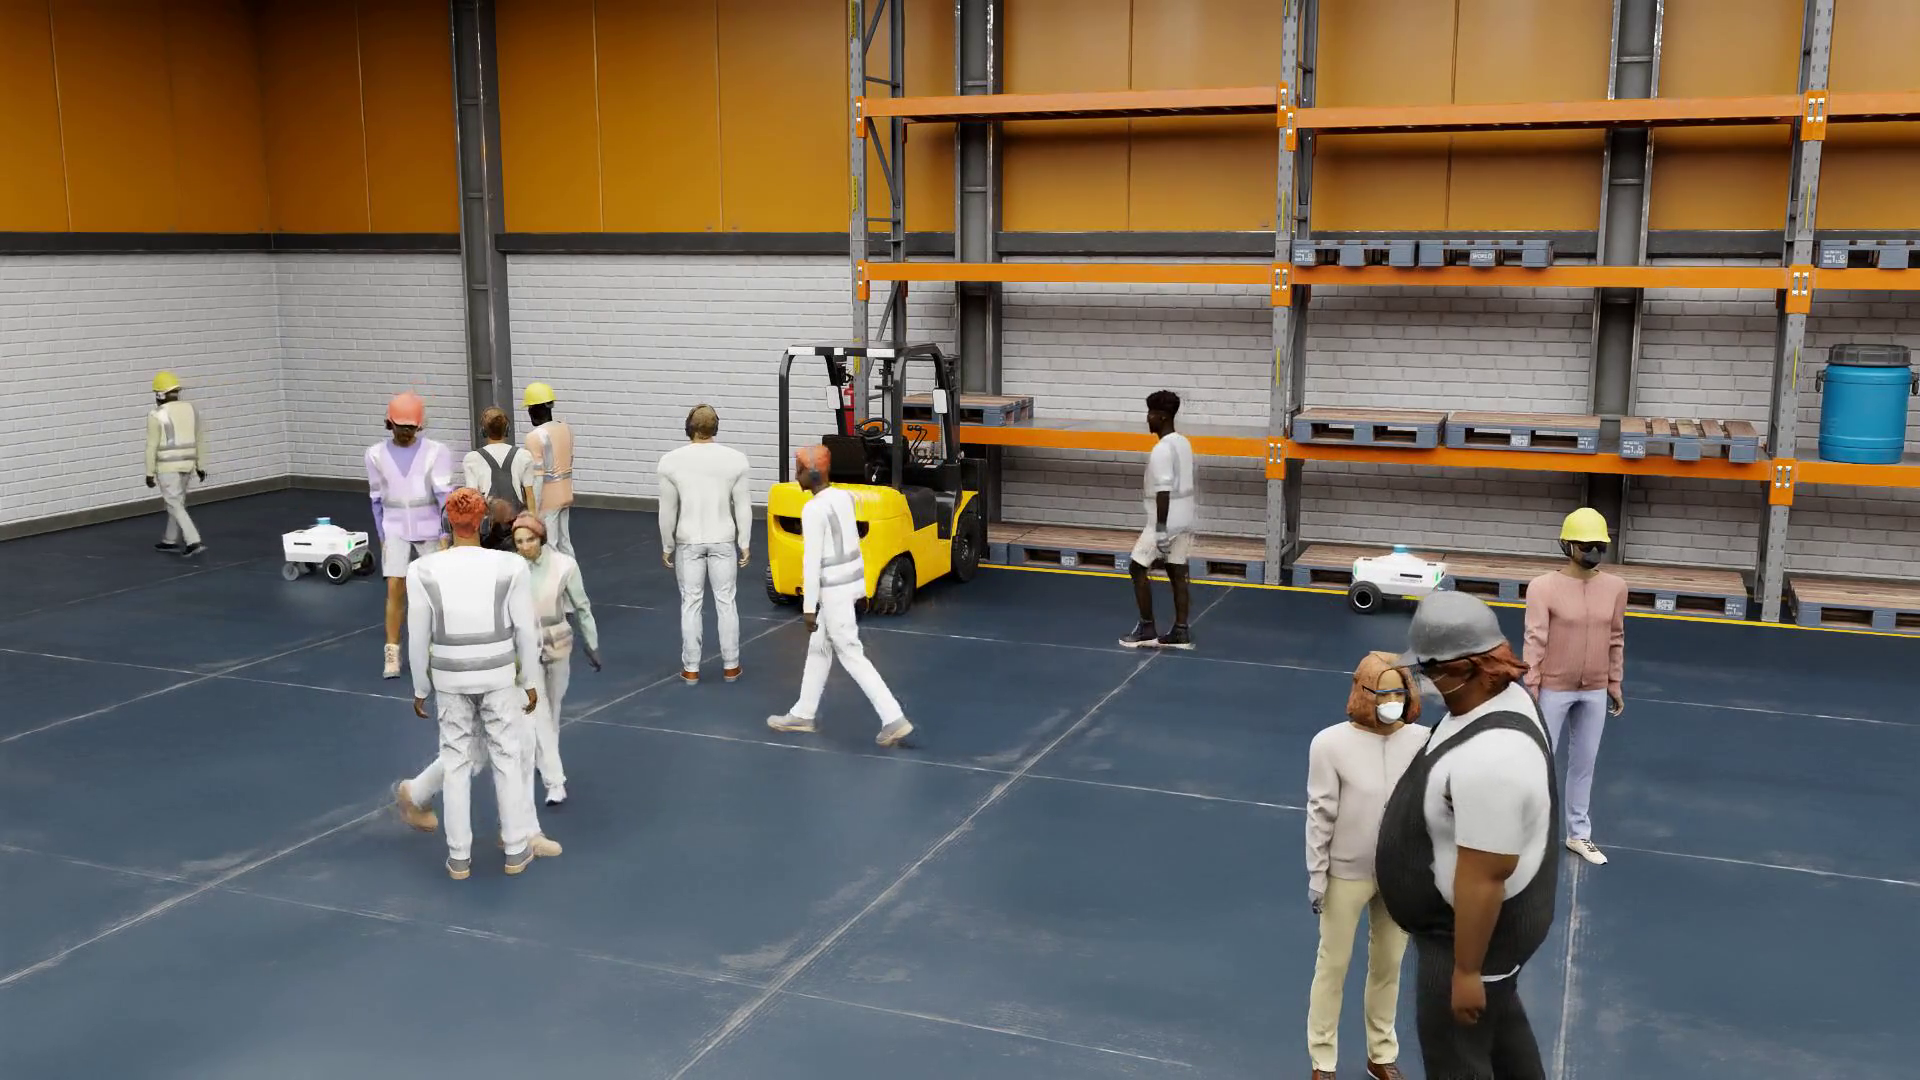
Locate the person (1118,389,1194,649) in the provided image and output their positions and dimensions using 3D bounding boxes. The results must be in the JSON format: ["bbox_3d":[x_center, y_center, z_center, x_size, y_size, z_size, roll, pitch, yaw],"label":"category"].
[{"bbox_3d":[1.456,-0.151,12.412,0.644,1.947,0.616,6,12,31],"label":"person"}]

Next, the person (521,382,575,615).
[{"bbox_3d":[-3.306,-0.305,13.338,0.371,1.926,0.584,3,11,16],"label":"person"}]

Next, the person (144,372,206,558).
[{"bbox_3d":[-7.593,-0.731,16.070,0.831,1.801,0.608,4,11,22],"label":"person"}]

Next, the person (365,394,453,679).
[{"bbox_3d":[-3.907,-0.069,11.889,0.610,1.988,0.994,-2,10,-10],"label":"person"}]

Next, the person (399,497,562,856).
[{"bbox_3d":[-2.405,0.676,8.227,0.796,1.806,0.628,4,11,21],"label":"person"}]

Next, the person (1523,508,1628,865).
[{"bbox_3d":[2.980,0.718,8.081,0.525,1.772,0.309,-2,10,-10],"label":"person"}]

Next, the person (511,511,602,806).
[{"bbox_3d":[-2.267,0.625,9.068,0.585,1.586,0.815,-4,11,-22],"label":"person"}]

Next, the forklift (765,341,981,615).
[{"bbox_3d":[-0.739,-0.602,14.246,1.214,2.155,2.313,4,11,21],"label":"forklift"}]

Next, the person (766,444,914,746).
[{"bbox_3d":[-0.704,0.330,10.080,0.985,1.841,0.623,3,11,16],"label":"person"}]

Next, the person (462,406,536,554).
[{"bbox_3d":[-3.366,-0.060,12.201,0.506,1.847,0.345,-5,11,-25],"label":"person"}]

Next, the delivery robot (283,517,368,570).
[{"bbox_3d":[-5.710,0.041,14.969,0.707,0.478,0.477,2,10,12],"label":"delivery robot"}]

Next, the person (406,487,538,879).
[{"bbox_3d":[-2.318,0.683,7.952,0.585,1.882,0.337,-3,10,-14],"label":"person"}]

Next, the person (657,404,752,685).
[{"bbox_3d":[-1.745,0.030,11.433,0.635,1.939,0.359,-2,10,-12],"label":"person"}]

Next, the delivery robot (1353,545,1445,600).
[{"bbox_3d":[3.599,0.282,13.626,0.707,0.478,0.477,5,11,24],"label":"delivery robot"}]

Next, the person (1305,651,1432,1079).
[{"bbox_3d":[1.451,1.185,5.848,0.499,1.634,0.279,-2,10,-12],"label":"person"}]
